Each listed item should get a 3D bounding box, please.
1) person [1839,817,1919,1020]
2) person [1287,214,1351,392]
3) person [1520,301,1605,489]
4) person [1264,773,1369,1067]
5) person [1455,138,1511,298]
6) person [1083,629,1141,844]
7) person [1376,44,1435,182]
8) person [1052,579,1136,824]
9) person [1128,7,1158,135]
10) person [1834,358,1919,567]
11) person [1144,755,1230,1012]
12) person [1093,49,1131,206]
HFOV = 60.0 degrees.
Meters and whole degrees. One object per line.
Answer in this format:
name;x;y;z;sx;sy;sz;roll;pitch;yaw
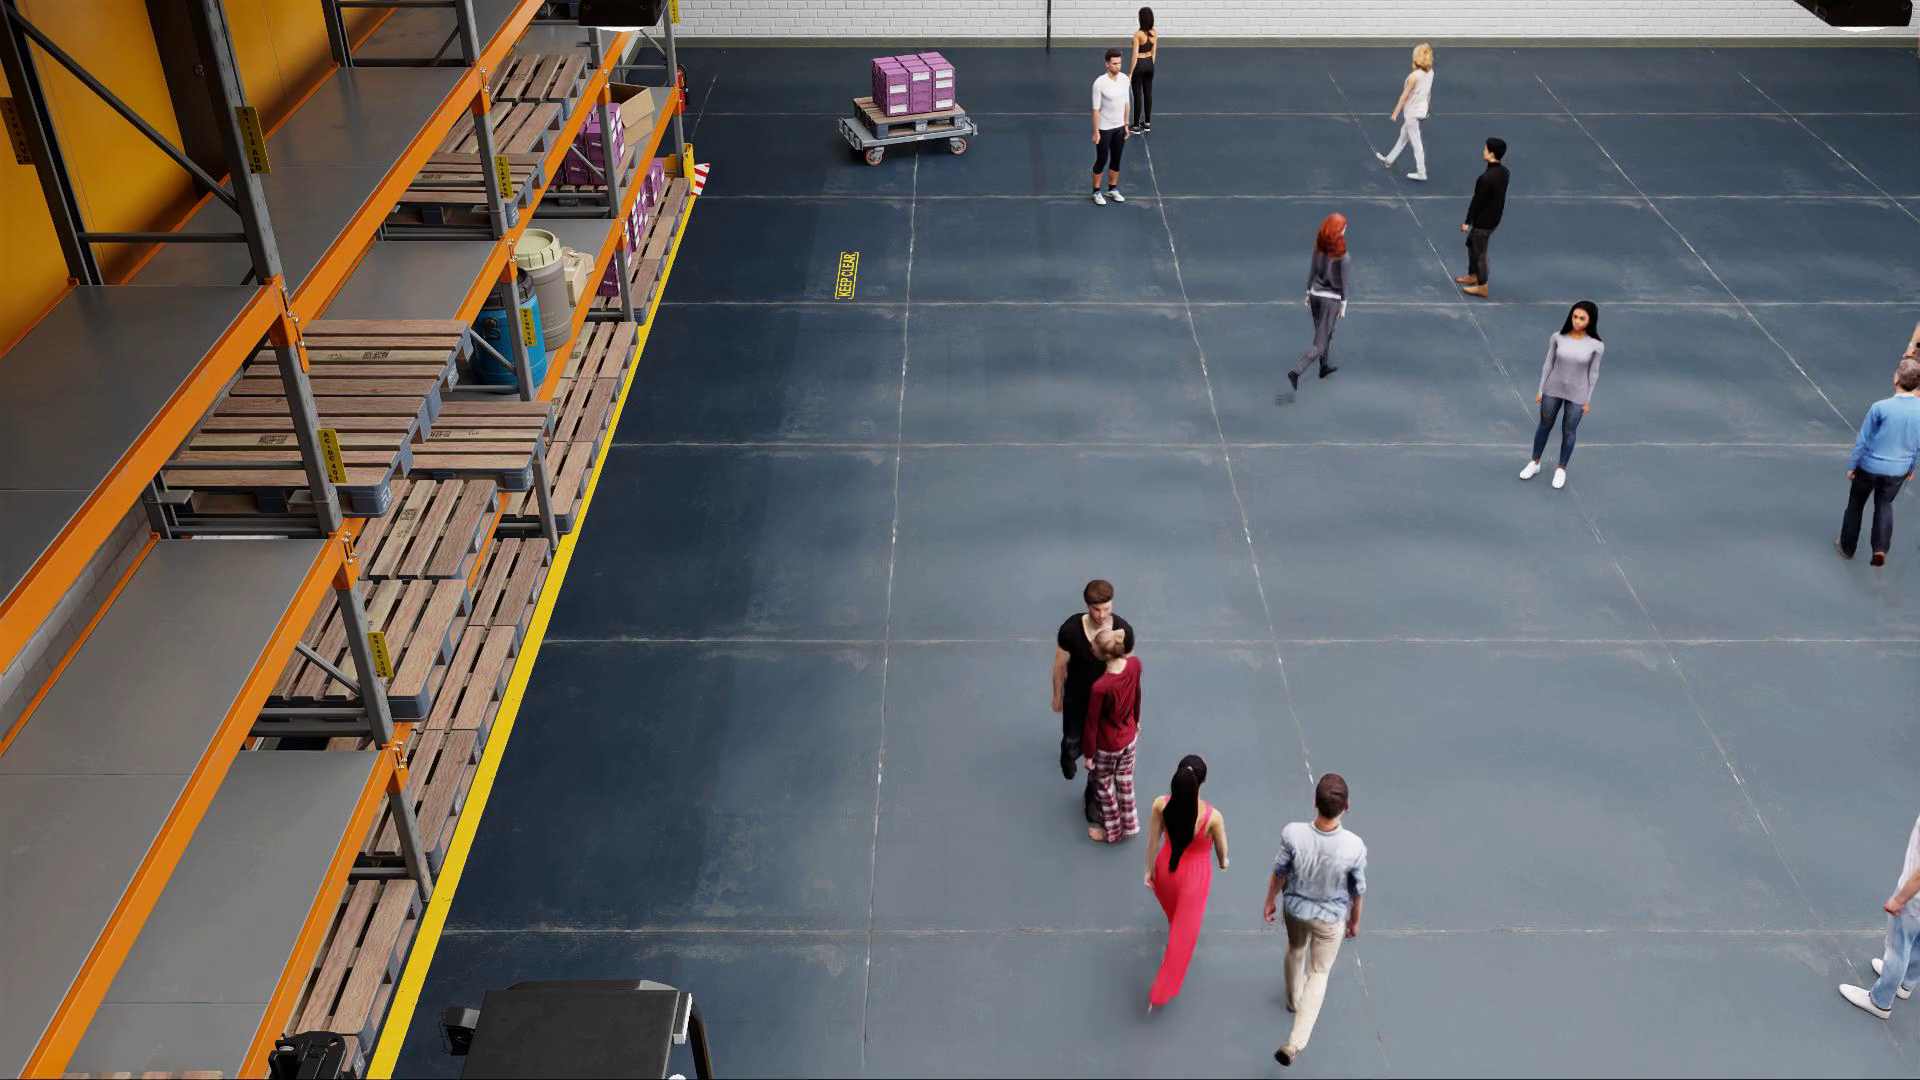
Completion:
person;5.489;1.961;9.418;0.730;1.855;0.725;-18;38;-25
person;3.421;-2.226;15.804;1.072;1.758;1.066;-25;41;-32
person;5.249;-1.273;14.392;0.692;1.734;0.704;19;38;26
person;1.943;2.123;9.201;0.961;1.824;1.180;12;36;18
person;5.625;-3.385;17.591;0.864;1.710;0.795;22;40;30
person;0.997;1.255;10.626;0.769;1.693;0.830;-24;40;-32
person;5.644;-5.202;20.397;1.088;1.630;1.032;28;43;35
person;0.851;0.973;10.876;0.700;1.886;0.826;-2;34;-3
person;2.405;-6.178;21.853;0.625;1.644;0.645;-20;38;-27
person;7.398;-0.565;13.262;0.751;1.806;0.923;5;34;7
person;1.241;2.010;9.511;0.970;1.671;1.247;18;37;24
person;1.789;-4.926;19.785;0.740;1.848;0.742;-18;37;-24
